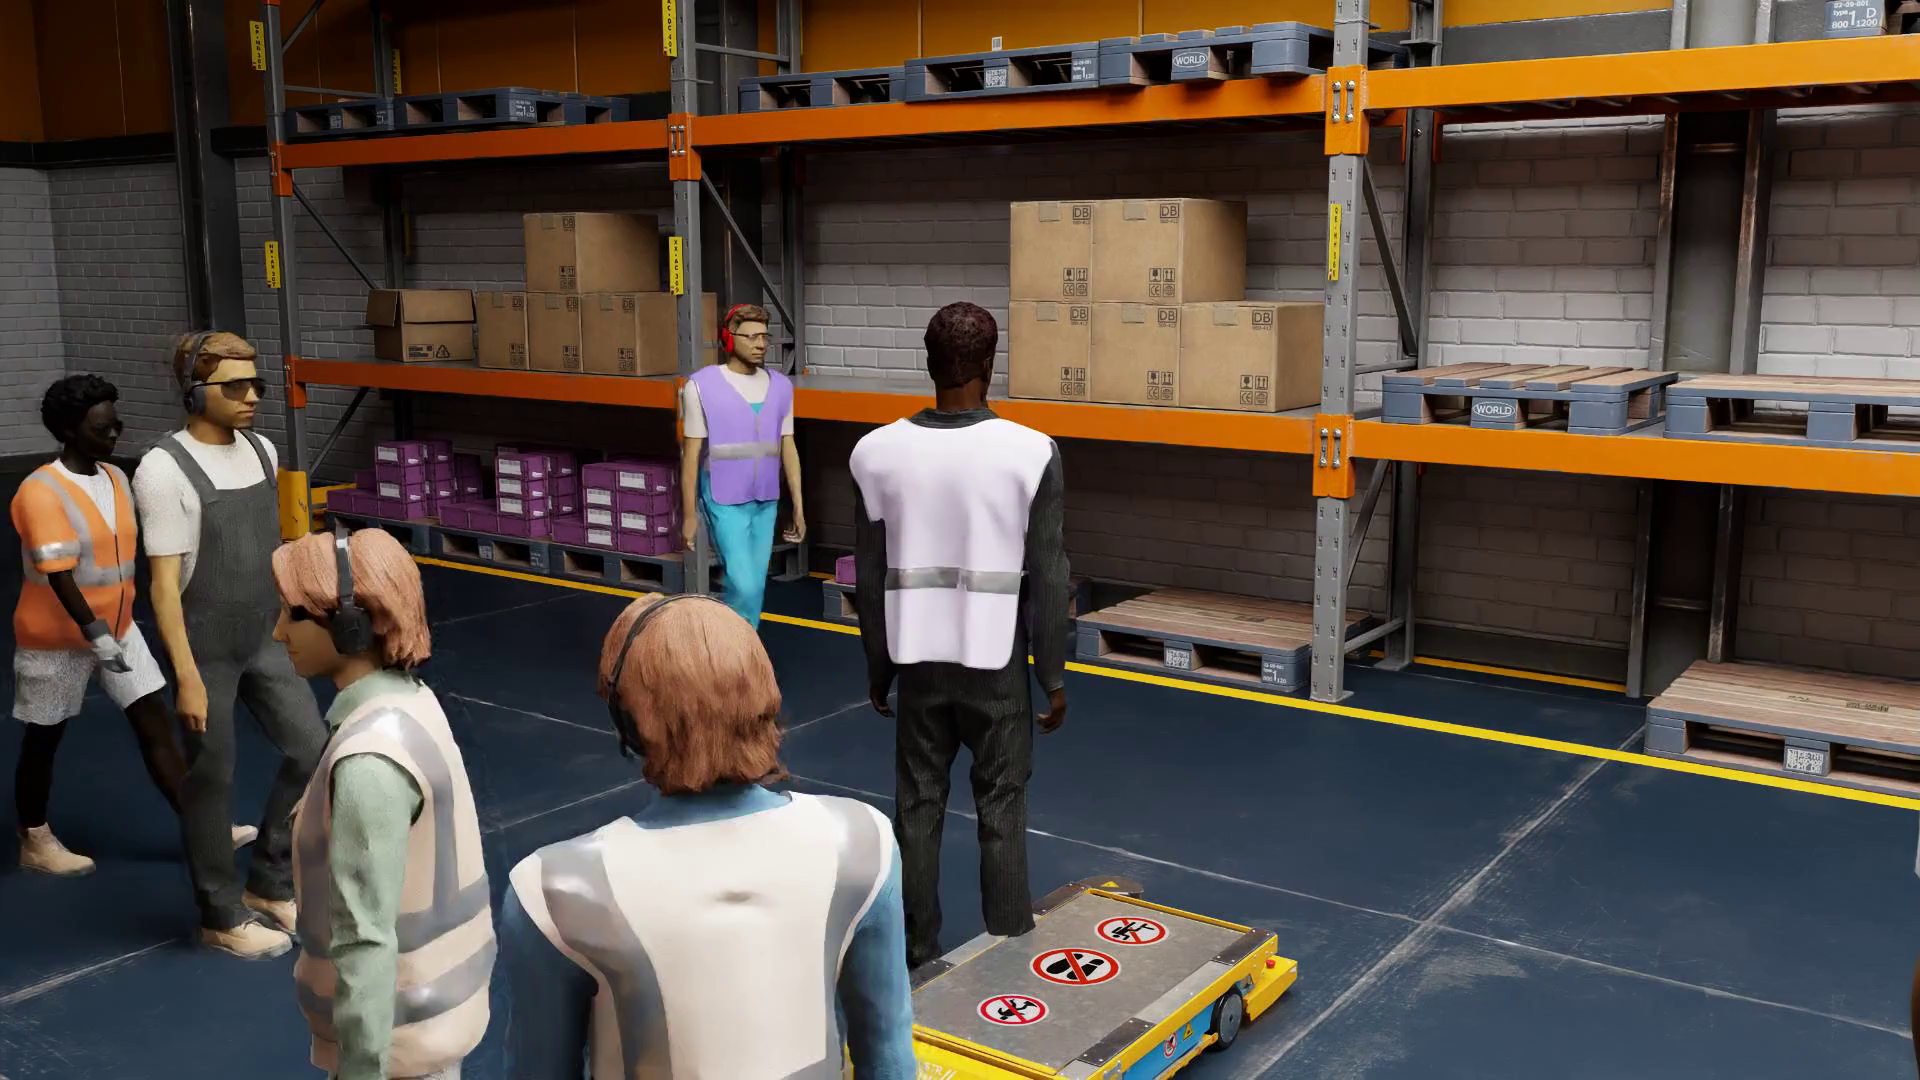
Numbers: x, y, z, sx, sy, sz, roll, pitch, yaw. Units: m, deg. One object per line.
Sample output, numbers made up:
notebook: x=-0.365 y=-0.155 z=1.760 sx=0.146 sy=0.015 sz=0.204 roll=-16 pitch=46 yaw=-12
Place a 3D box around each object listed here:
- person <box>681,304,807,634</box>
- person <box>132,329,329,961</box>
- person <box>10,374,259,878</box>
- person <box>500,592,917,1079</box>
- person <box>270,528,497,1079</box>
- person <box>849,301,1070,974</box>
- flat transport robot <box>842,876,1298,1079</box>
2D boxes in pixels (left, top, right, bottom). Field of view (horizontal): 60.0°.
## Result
person: x=-0.963 y=-0.139 z=7.480 sx=0.489 sy=1.828 sz=0.605 roll=9 pitch=13 yaw=44
person: x=-2.034 y=0.325 z=4.721 sx=0.495 sy=1.828 sz=0.551 roll=3 pitch=10 yaw=19
person: x=-2.752 y=0.300 z=5.376 sx=0.834 sy=1.655 sz=0.532 roll=2 pitch=10 yaw=9
person: x=-0.299 y=0.870 z=2.089 sx=0.505 sy=1.621 sz=0.371 roll=-6 pitch=11 yaw=-30
person: x=-0.846 y=0.773 z=2.673 sx=0.590 sy=1.617 sz=0.517 roll=-3 pitch=10 yaw=-18
person: x=0.001 y=0.329 z=4.454 sx=0.591 sy=1.916 sz=0.392 roll=3 pitch=10 yaw=16
flat transport robot: x=0.254 y=1.194 z=4.191 sx=0.652 sy=0.197 sz=1.431 roll=7 pitch=12 yaw=35
